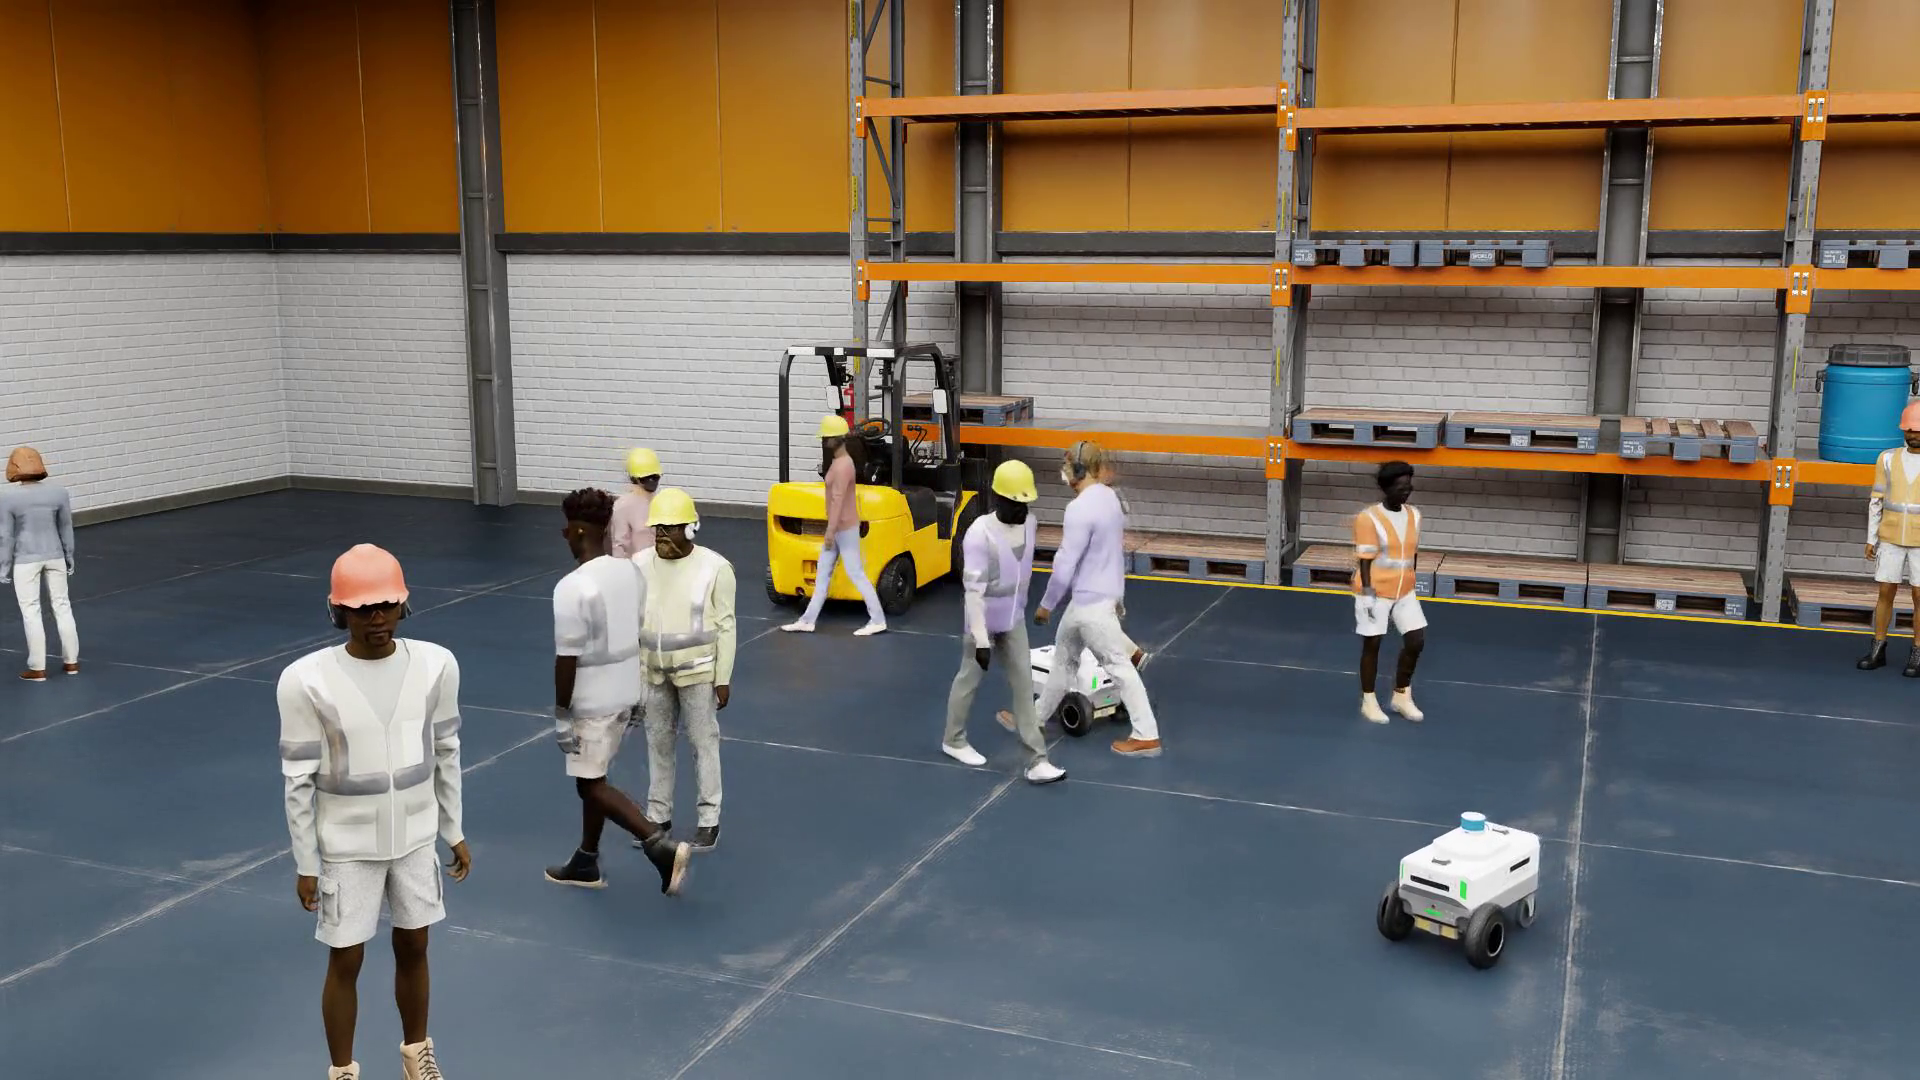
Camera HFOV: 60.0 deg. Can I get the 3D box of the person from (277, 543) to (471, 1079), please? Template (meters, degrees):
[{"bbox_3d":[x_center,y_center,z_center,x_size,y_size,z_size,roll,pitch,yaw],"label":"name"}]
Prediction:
[{"bbox_3d":[-1.958,1.016,5.652,0.609,2.044,0.393,-8,13,-37],"label":"person"}]

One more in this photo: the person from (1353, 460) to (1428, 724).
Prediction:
[{"bbox_3d":[2.710,0.337,10.430,0.548,1.684,0.445,-4,11,-23],"label":"person"}]

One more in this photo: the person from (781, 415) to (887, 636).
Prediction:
[{"bbox_3d":[-0.948,-0.103,12.780,0.819,1.720,0.532,-2,10,-9],"label":"person"}]

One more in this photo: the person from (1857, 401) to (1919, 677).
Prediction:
[{"bbox_3d":[6.638,-0.006,11.645,0.369,1.933,0.553,-10,14,-44],"label":"person"}]

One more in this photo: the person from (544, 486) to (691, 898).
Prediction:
[{"bbox_3d":[-1.588,0.722,7.642,0.808,1.928,0.610,4,11,21],"label":"person"}]

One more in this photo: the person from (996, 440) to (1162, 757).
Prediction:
[{"bbox_3d":[0.744,0.345,9.877,1.068,1.876,0.626,3,11,18],"label":"person"}]

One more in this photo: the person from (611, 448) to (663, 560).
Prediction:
[{"bbox_3d":[-2.058,0.242,10.864,0.853,1.719,0.546,9,14,42],"label":"person"}]

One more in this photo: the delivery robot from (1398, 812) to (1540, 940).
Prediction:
[{"bbox_3d":[2.222,1.429,7.238,0.707,0.478,0.477,-10,14,-44],"label":"delivery robot"}]

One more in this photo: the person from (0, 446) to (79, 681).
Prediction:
[{"bbox_3d":[-6.409,0.162,11.555,0.268,1.631,0.507,8,13,37],"label":"person"}]

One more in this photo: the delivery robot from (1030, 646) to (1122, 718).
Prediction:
[{"bbox_3d":[0.717,0.843,10.500,0.477,0.478,0.707,-9,13,-40],"label":"delivery robot"}]

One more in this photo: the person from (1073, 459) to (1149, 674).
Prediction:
[{"bbox_3d":[0.962,0.237,11.174,0.496,1.617,0.503,4,11,21],"label":"person"}]

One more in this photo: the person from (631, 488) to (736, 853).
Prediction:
[{"bbox_3d":[-1.408,0.647,8.296,0.591,1.833,0.403,3,11,15],"label":"person"}]

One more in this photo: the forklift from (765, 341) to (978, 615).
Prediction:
[{"bbox_3d":[-0.739,-0.602,14.246,1.214,2.155,2.313,4,11,21],"label":"forklift"}]

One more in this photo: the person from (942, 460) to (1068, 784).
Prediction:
[{"bbox_3d":[0.220,0.454,9.350,0.595,1.838,1.046,-9,14,-42],"label":"person"}]
